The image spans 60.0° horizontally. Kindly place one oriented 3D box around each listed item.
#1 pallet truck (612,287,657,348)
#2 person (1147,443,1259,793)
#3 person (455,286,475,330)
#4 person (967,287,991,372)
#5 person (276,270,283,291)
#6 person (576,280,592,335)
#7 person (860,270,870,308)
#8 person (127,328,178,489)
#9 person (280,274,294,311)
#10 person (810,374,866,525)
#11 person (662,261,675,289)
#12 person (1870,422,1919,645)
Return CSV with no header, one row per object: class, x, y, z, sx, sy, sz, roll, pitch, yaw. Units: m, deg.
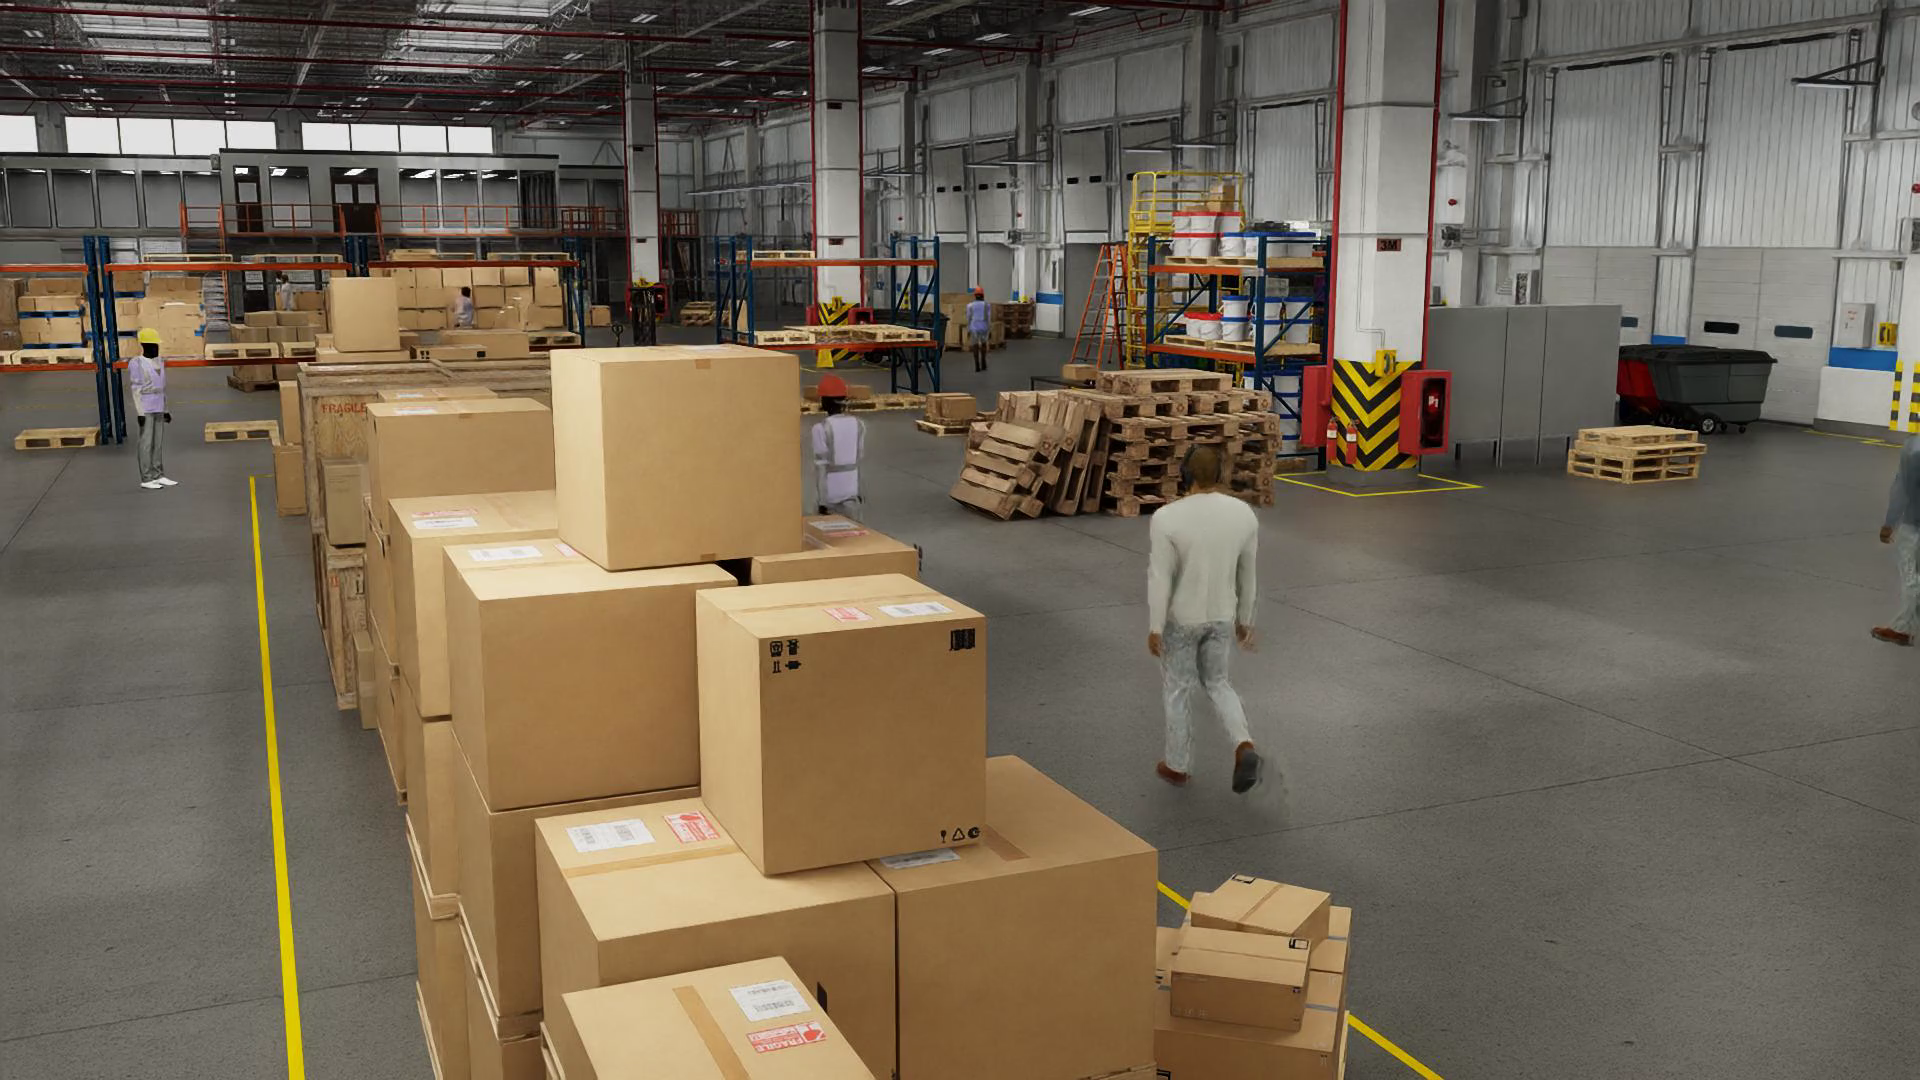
pallet truck,-6.464,-4.406,35.401,0.823,1.965,1.885,6,12,32
person,1.327,0.442,8.926,0.635,1.923,0.689,-4,11,-21
person,-12.343,-5.401,41.380,0.637,1.828,0.579,8,13,39
person,0.438,-4.780,37.740,0.574,1.892,0.947,1,10,5
person,-23.885,-8.528,58.440,0.351,1.882,0.582,-2,11,-14
person,-11.676,-7.182,51.456,0.491,1.722,0.718,4,11,21
person,-3.527,-8.820,60.049,0.595,1.880,0.946,0,10,-2
person,-9.735,-1.587,20.056,0.380,1.928,0.586,2,10,9
person,-20.181,-6.999,49.874,0.377,1.935,0.639,-2,10,-11
person,-0.962,-0.407,13.639,0.550,1.912,0.933,-9,14,-40
person,-13.025,-11.420,74.104,0.612,1.986,0.407,0,10,-3
person,7.032,-0.110,11.989,0.626,1.908,0.826,-5,11,-24
